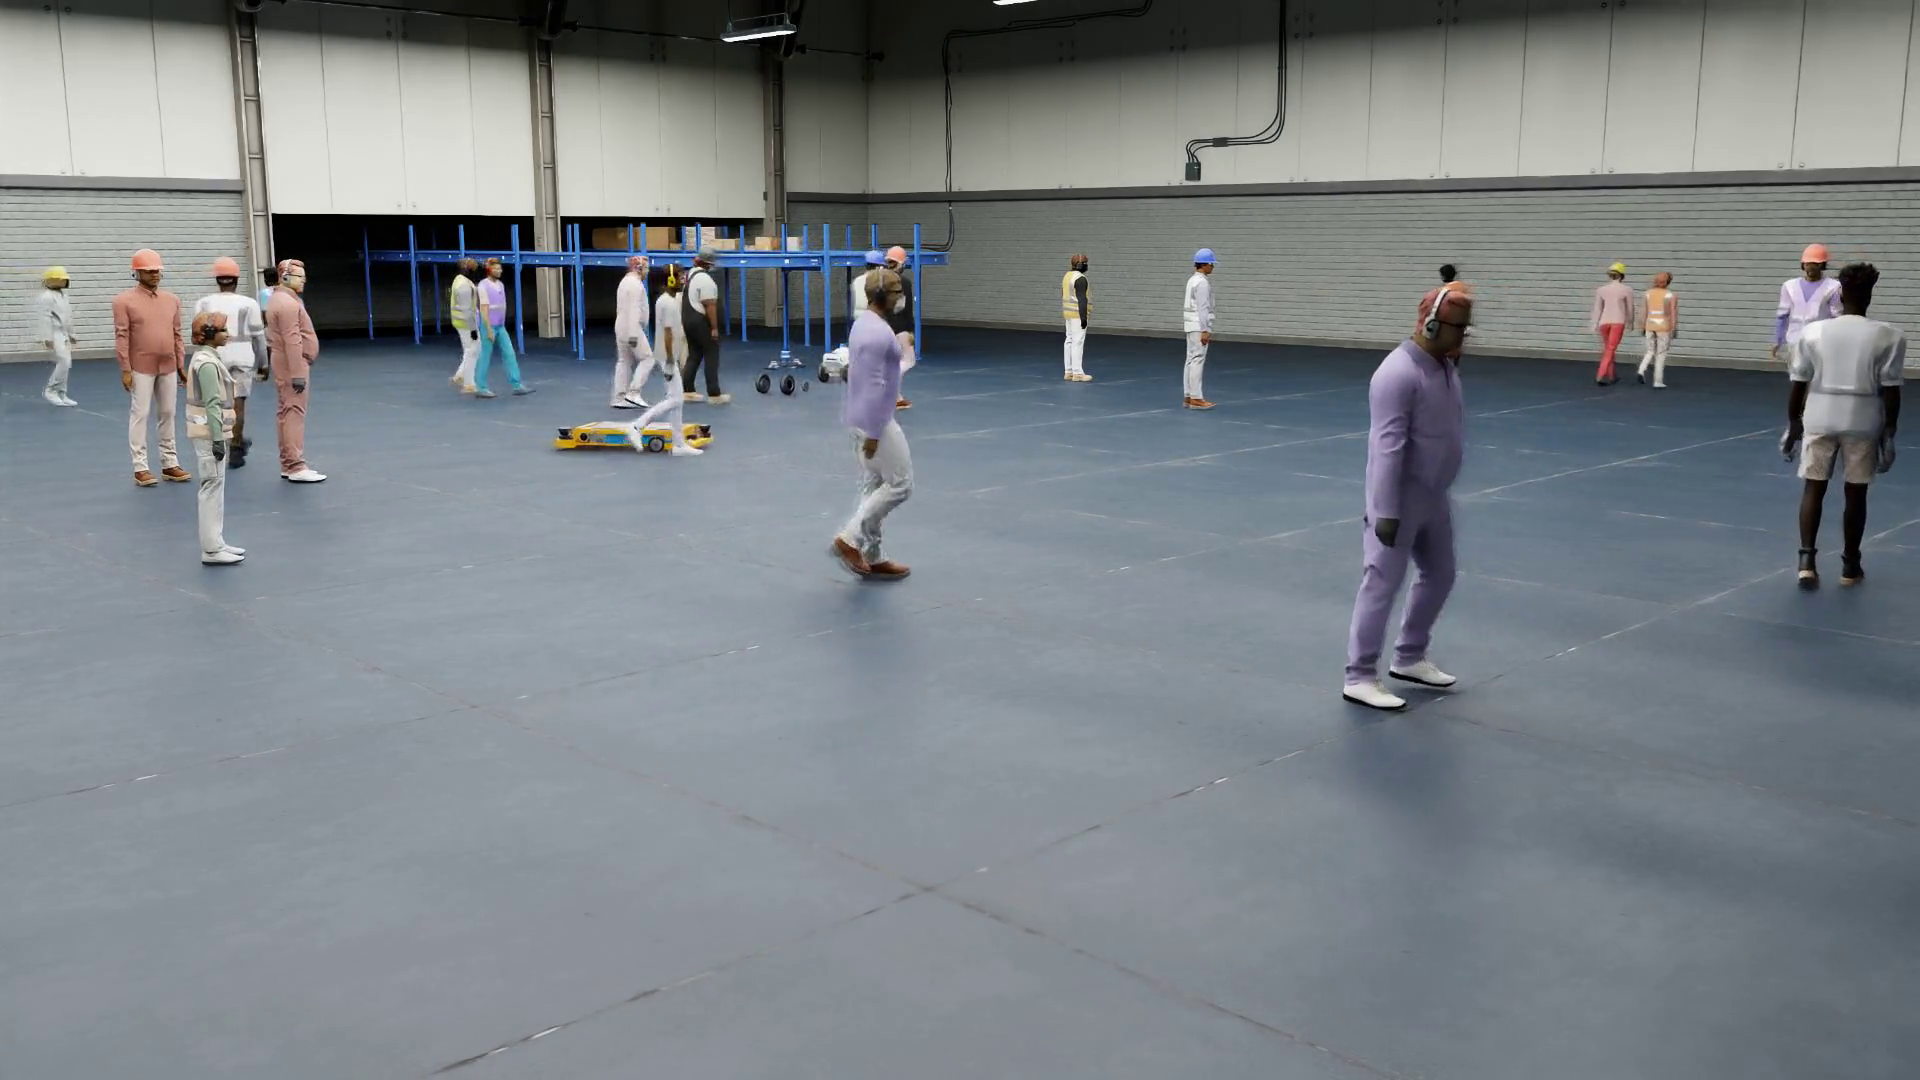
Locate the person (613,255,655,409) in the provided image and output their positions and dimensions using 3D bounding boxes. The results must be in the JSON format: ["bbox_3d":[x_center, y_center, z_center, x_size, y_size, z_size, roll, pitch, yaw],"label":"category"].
[{"bbox_3d":[-4.029,-2.537,20.342,0.528,1.867,0.679,-5,12,-26],"label":"person"}]

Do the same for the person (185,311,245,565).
[{"bbox_3d":[-4.837,-0.665,10.780,0.317,1.629,0.508,-5,12,-26],"label":"person"}]

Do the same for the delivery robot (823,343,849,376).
[{"bbox_3d":[-1.701,-2.633,24.300,0.477,0.478,0.707,5,12,25],"label":"delivery robot"}]

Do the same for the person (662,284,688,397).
[{"bbox_3d":[-3.696,-2.652,21.653,0.390,1.619,0.507,7,12,32],"label":"person"}]

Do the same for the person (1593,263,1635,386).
[{"bbox_3d":[9.268,-3.063,23.623,0.884,1.721,0.508,-8,13,-39],"label":"person"}]

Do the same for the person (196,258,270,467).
[{"bbox_3d":[-6.755,-1.665,15.518,0.573,1.884,0.972,-2,11,-8],"label":"person"}]

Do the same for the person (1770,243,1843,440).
[{"bbox_3d":[8.775,-2.049,17.263,0.536,2.023,0.609,-10,14,-42],"label":"person"}]

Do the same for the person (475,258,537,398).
[{"bbox_3d":[-5.961,-2.750,21.647,0.874,1.809,0.591,3,11,15],"label":"person"}]

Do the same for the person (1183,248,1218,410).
[{"bbox_3d":[2.944,-2.591,20.409,0.406,1.947,0.607,-1,10,-5],"label":"person"}]

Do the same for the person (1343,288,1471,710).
[{"bbox_3d":[2.032,-0.184,7.483,0.424,1.883,0.673,9,14,40],"label":"person"}]

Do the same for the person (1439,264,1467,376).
[{"bbox_3d":[7.387,-3.292,25.000,0.617,1.675,0.340,-5,11,-25],"label":"person"}]

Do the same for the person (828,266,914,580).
[{"bbox_3d":[-0.506,-0.697,10.160,0.457,1.926,0.629,-2,11,-10],"label":"person"}]

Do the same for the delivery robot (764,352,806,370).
[{"bbox_3d":[-2.371,-2.440,22.539,0.335,0.223,0.698,6,12,31],"label":"delivery robot"}]

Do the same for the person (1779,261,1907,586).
[{"bbox_3d":[5.335,-0.694,10.072,0.642,1.973,0.490,7,13,34],"label":"person"}]

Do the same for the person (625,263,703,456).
[{"bbox_3d":[-2.853,-1.724,15.948,0.657,1.857,0.522,-2,11,-13],"label":"person"}]

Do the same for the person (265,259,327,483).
[{"bbox_3d":[-5.740,-1.463,14.372,0.399,1.909,0.642,-6,12,-29],"label":"person"}]

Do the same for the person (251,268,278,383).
[{"bbox_3d":[-9.802,-3.058,23.758,0.885,1.641,0.551,5,12,26],"label":"person"}]

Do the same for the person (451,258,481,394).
[{"bbox_3d":[-6.563,-2.859,22.237,0.448,1.816,0.649,-4,11,-21],"label":"person"}]

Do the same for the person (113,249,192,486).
[{"bbox_3d":[-6.890,-1.481,14.226,0.393,1.995,0.612,6,12,31],"label":"person"}]

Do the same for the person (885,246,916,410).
[{"bbox_3d":[-0.807,-2.549,20.088,0.558,1.980,0.636,-9,14,-40],"label":"person"}]

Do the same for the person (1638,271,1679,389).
[{"bbox_3d":[9.700,-2.914,23.068,0.368,1.630,0.519,-7,13,-34],"label":"person"}]

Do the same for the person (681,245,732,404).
[{"bbox_3d":[-3.240,-2.737,21.071,0.541,2.000,0.726,-6,12,-30],"label":"person"}]

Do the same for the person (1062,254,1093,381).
[{"bbox_3d":[1.727,-3.261,24.355,0.429,1.841,0.634,-3,11,-18],"label":"person"}]

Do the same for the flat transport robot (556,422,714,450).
[{"bbox_3d":[-3.264,-1.054,16.723,1.431,0.197,0.652,2,10,8],"label":"flat transport robot"}]

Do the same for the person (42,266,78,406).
[{"bbox_3d":[-11.184,-2.533,20.676,0.372,1.728,0.496,-1,10,-3],"label":"person"}]

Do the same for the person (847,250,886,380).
[{"bbox_3d":[-1.207,-2.767,21.449,0.669,1.920,0.611,-10,14,-43],"label":"person"}]
